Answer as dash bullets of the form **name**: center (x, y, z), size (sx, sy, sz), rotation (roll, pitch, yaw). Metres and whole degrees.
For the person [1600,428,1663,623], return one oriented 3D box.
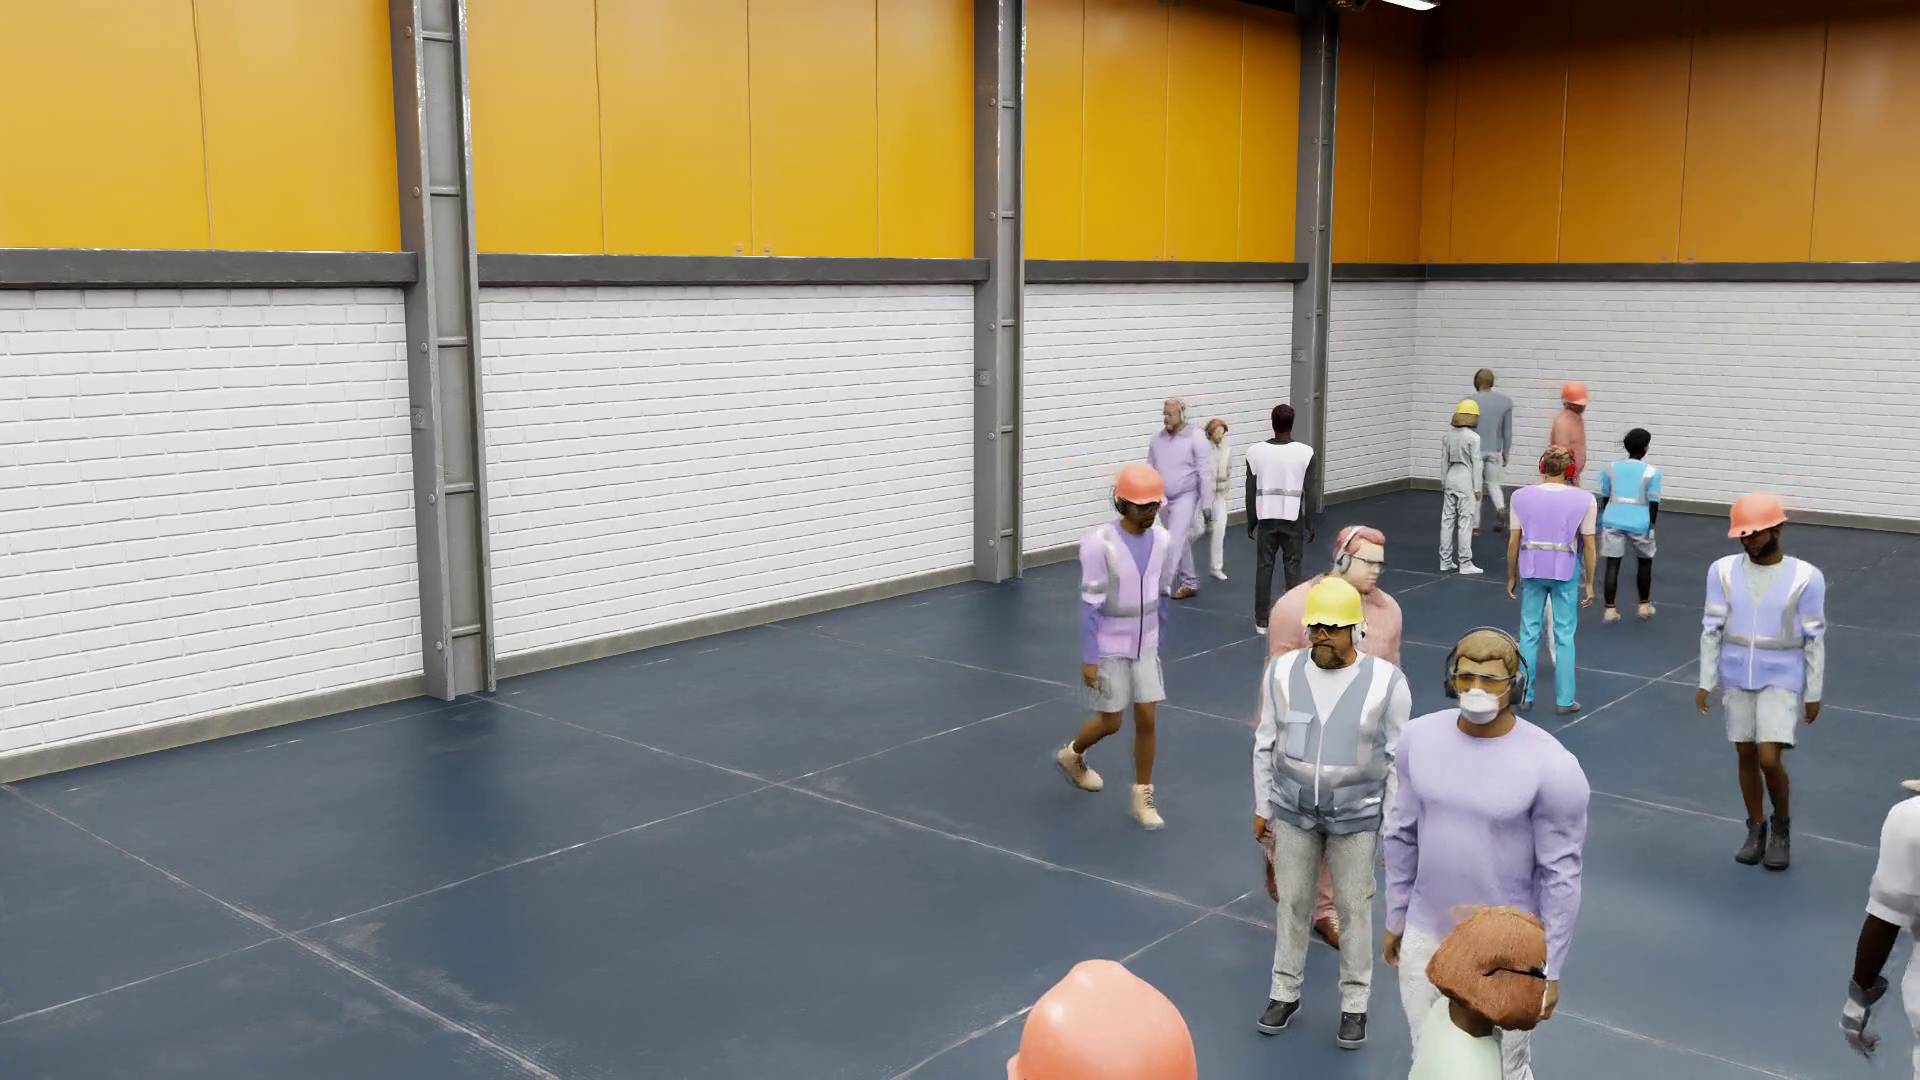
- **person**: center (5.784, -0.128, 14.329), size (0.540, 1.667, 0.741), rotation (7, 12, 38)

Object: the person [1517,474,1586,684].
- **person**: center (4.415, 0.216, 12.396), size (0.497, 1.594, 0.826), rotation (-2, 9, -12)

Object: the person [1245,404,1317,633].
- **person**: center (2.650, -0.162, 13.767), size (0.592, 1.917, 0.392), rotation (3, 10, 20)

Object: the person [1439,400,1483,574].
- **person**: center (5.041, -0.535, 16.669), size (0.312, 1.737, 0.483), rotation (-5, 11, -31)

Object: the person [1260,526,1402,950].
- **person**: center (1.648, 0.853, 7.486), size (0.674, 1.884, 0.570), rotation (-2, 9, -13)

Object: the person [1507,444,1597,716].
- **person**: center (3.995, 0.271, 11.266), size (0.570, 1.843, 0.372), rotation (5, 10, 28)

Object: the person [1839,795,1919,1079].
- **person**: center (2.838, 1.285, 4.674), size (0.621, 1.907, 1.049), rotation (1, 9, 8)

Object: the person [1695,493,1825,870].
- **person**: center (4.003, 0.710, 8.340), size (0.555, 1.903, 0.514), rotation (8, 12, 41)

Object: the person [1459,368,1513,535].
- **person**: center (5.979, -0.987, 18.906), size (0.643, 1.926, 0.566), rotation (-1, 9, -7)

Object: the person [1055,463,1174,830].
- **person**: center (0.852, 0.545, 9.063), size (0.619, 2.005, 0.784), rotation (-5, 10, -28)

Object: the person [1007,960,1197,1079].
- **person**: center (0.200, 1.590, 2.365), size (0.609, 2.044, 0.394), rotation (-5, 10, -27)

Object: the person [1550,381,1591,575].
- **person**: center (6.047, -0.610, 16.511), size (0.416, 1.948, 0.638), rotation (6, 11, 34)

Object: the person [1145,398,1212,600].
- **person**: center (1.868, -0.339, 15.030), size (0.961, 1.857, 0.678), rotation (-8, 12, -41)

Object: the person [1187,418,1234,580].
- **person**: center (2.402, -0.433, 16.477), size (0.521, 1.604, 0.700), rotation (-4, 10, -23)

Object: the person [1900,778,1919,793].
- **person**: center (5.571, 0.680, 9.259), size (0.389, 1.668, 0.561), rotation (4, 10, 22)

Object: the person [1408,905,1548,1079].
- **person**: center (1.008, 1.583, 3.840), size (0.763, 1.597, 0.516), rotation (3, 9, 16)

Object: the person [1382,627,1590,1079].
- **person**: center (1.555, 1.214, 5.052), size (0.372, 1.940, 0.630), rotation (-9, 12, -43)

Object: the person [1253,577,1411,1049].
- **person**: center (1.420, 1.045, 6.449), size (0.600, 1.832, 0.404), rotation (4, 10, 24)
